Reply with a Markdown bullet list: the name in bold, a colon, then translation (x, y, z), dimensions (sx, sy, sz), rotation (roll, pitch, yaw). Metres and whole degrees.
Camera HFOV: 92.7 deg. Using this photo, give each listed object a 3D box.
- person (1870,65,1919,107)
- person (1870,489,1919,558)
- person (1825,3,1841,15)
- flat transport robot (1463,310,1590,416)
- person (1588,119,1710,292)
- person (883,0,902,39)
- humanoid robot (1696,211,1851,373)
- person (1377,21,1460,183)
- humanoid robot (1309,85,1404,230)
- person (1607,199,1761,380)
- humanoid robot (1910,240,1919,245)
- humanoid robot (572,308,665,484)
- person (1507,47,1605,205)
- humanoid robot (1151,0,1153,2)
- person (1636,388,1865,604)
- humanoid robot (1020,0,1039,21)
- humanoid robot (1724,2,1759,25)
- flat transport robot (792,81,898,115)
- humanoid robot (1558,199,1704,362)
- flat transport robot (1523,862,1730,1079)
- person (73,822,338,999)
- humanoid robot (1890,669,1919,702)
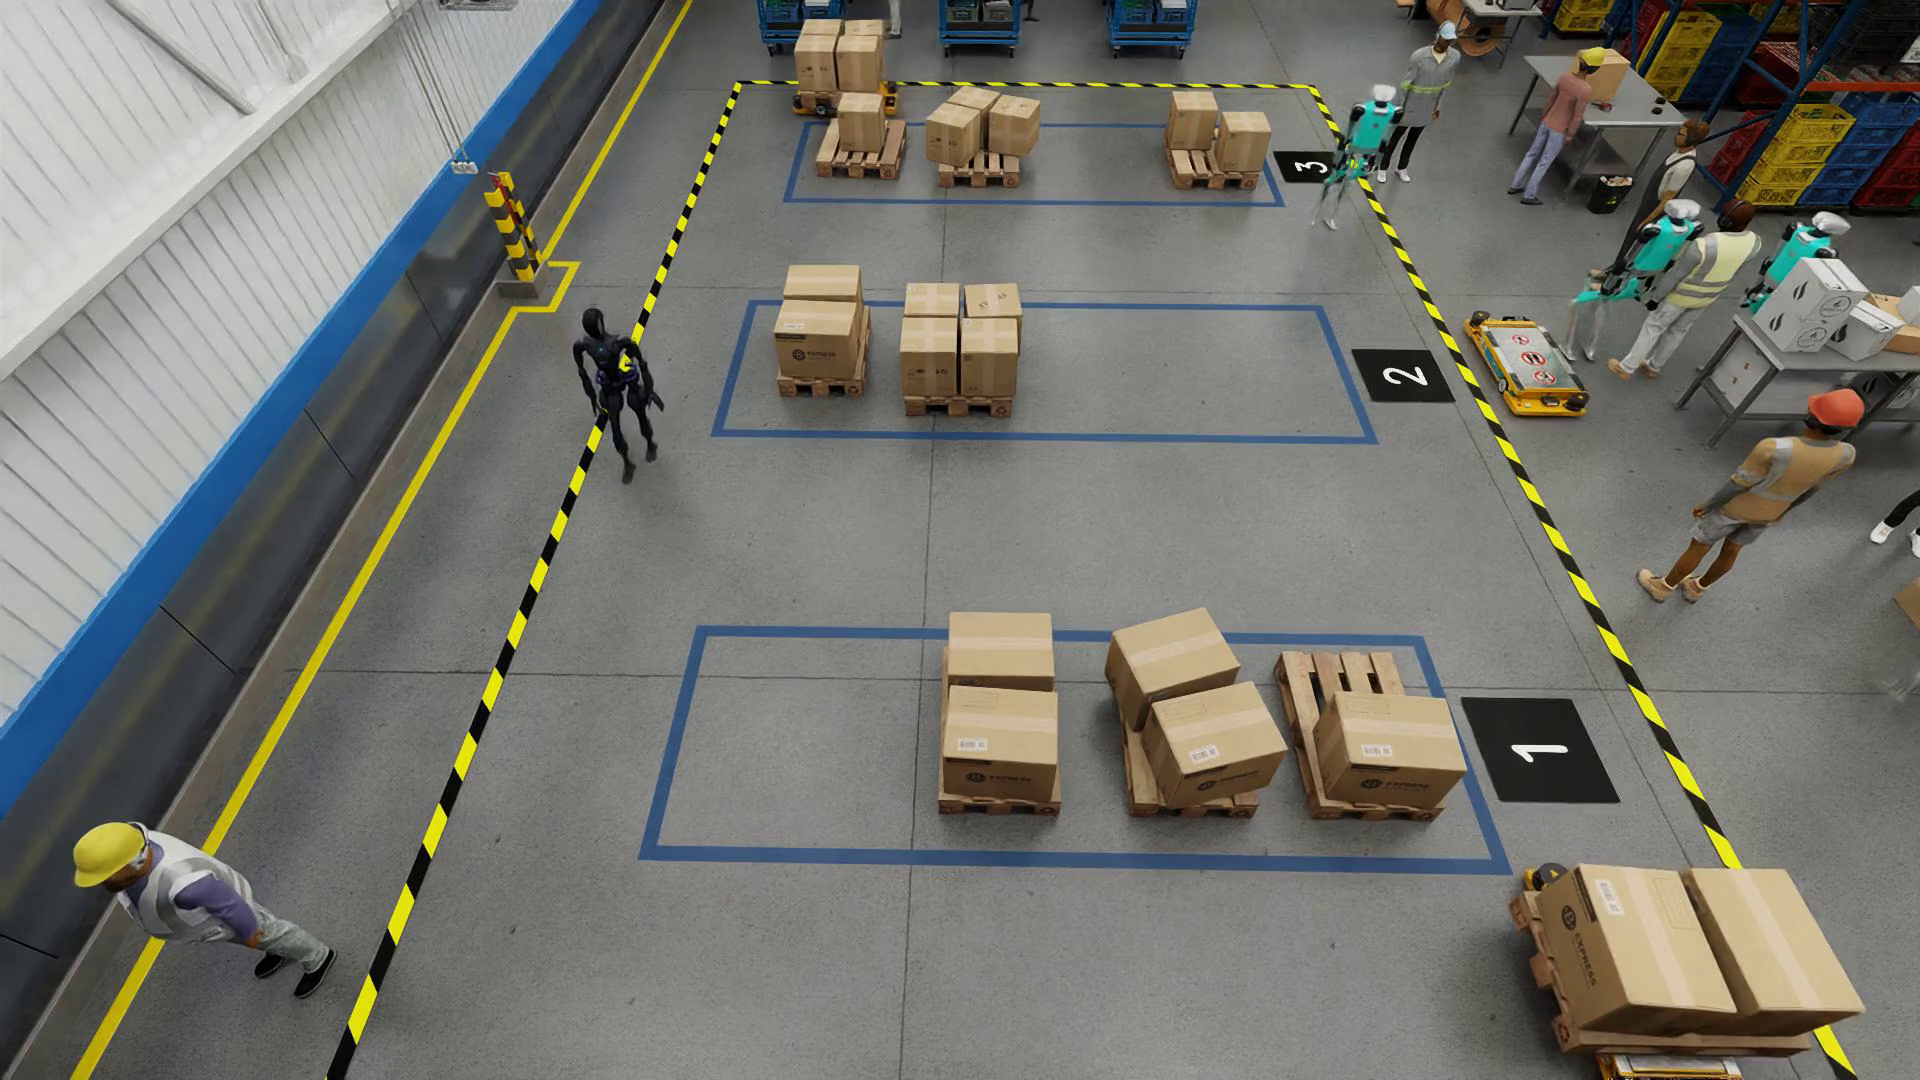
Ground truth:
- **person**: translation (12.015, -6.069, 11.629), dimensions (0.403, 2.029, 0.607), rotation (-15, 51, -12)
- **person**: translation (7.880, -0.590, 6.985), dimensions (0.533, 1.869, 0.313), rotation (25, 54, 20)
- **person**: translation (13.367, -8.136, 13.549), dimensions (0.510, 1.840, 0.932), rotation (-11, 50, -9)
- **flat transport robot**: translation (5.573, -1.757, 9.054), dimensions (0.659, 0.231, 1.431), rotation (1, 49, 1)
- **person**: translation (7.097, -3.399, 9.432), dimensions (0.325, 1.843, 0.513), rotation (21, 52, 18)
- **person**: translation (-1.045, -8.693, 14.011), dimensions (0.390, 1.850, 0.566), rotation (3, 49, 2)
- **humanoid robot**: translation (7.582, -2.185, 8.413), dimensions (0.670, 1.741, 0.536), rotation (-2, 49, -2)
- **person**: translation (5.515, -5.226, 11.009), dimensions (0.591, 1.852, 0.369), rotation (-2, 49, -2)
- **humanoid robot**: translation (4.408, -4.283, 10.289), dimensions (0.534, 1.793, 0.810), rotation (4, 49, 4)
- **person**: translation (6.689, -2.258, 8.454), dimensions (0.633, 1.832, 0.429), rotation (-3, 49, -3)
- **humanoid robot**: translation (11.365, -3.921, 10.029), dimensions (0.641, 1.650, 0.631), rotation (11, 50, 9)
- **humanoid robot**: translation (-2.812, -1.208, 7.653), dimensions (0.596, 1.644, 0.600), rotation (-7, 49, -6)
- **person**: translation (6.997, -4.827, 10.720), dimensions (0.312, 1.767, 0.533), rotation (-10, 50, -9)
- **humanoid robot**: translation (3.099, -8.868, 14.267), dimensions (0.799, 1.791, 0.548), rotation (12, 50, 11)
- **person**: translation (5.665, -0.262, 6.585), dimensions (0.606, 2.048, 0.367), rotation (3, 49, 2)
- **humanoid robot**: translation (1.050, -9.096, 14.482), dimensions (0.493, 1.645, 0.600), rotation (7, 49, 6)
- **humanoid robot**: translation (11.433, -7.897, 13.440), dimensions (0.581, 1.633, 0.586), rotation (-8, 50, -7)
- **flat transport robot**: translation (-1.615, -6.250, 12.925), dimensions (1.431, 0.197, 0.652), rotation (1, 49, 1)
- **humanoid robot**: translation (6.255, -2.502, 8.693), dimensions (0.538, 1.753, 0.712), rotation (-4, 49, -3)
- **flat transport robot**: translation (3.873, 2.594, 5.270), dimensions (0.652, 0.197, 1.431), rotation (1, 49, 1)
- **person**: translation (-3.938, 1.946, 4.811), dimensions (0.597, 1.836, 0.404), rotation (18, 52, 15)
- **humanoid robot**: translation (6.922, 0.751, 5.951), dimensions (0.531, 1.806, 0.784), rotation (33, 57, 25)
